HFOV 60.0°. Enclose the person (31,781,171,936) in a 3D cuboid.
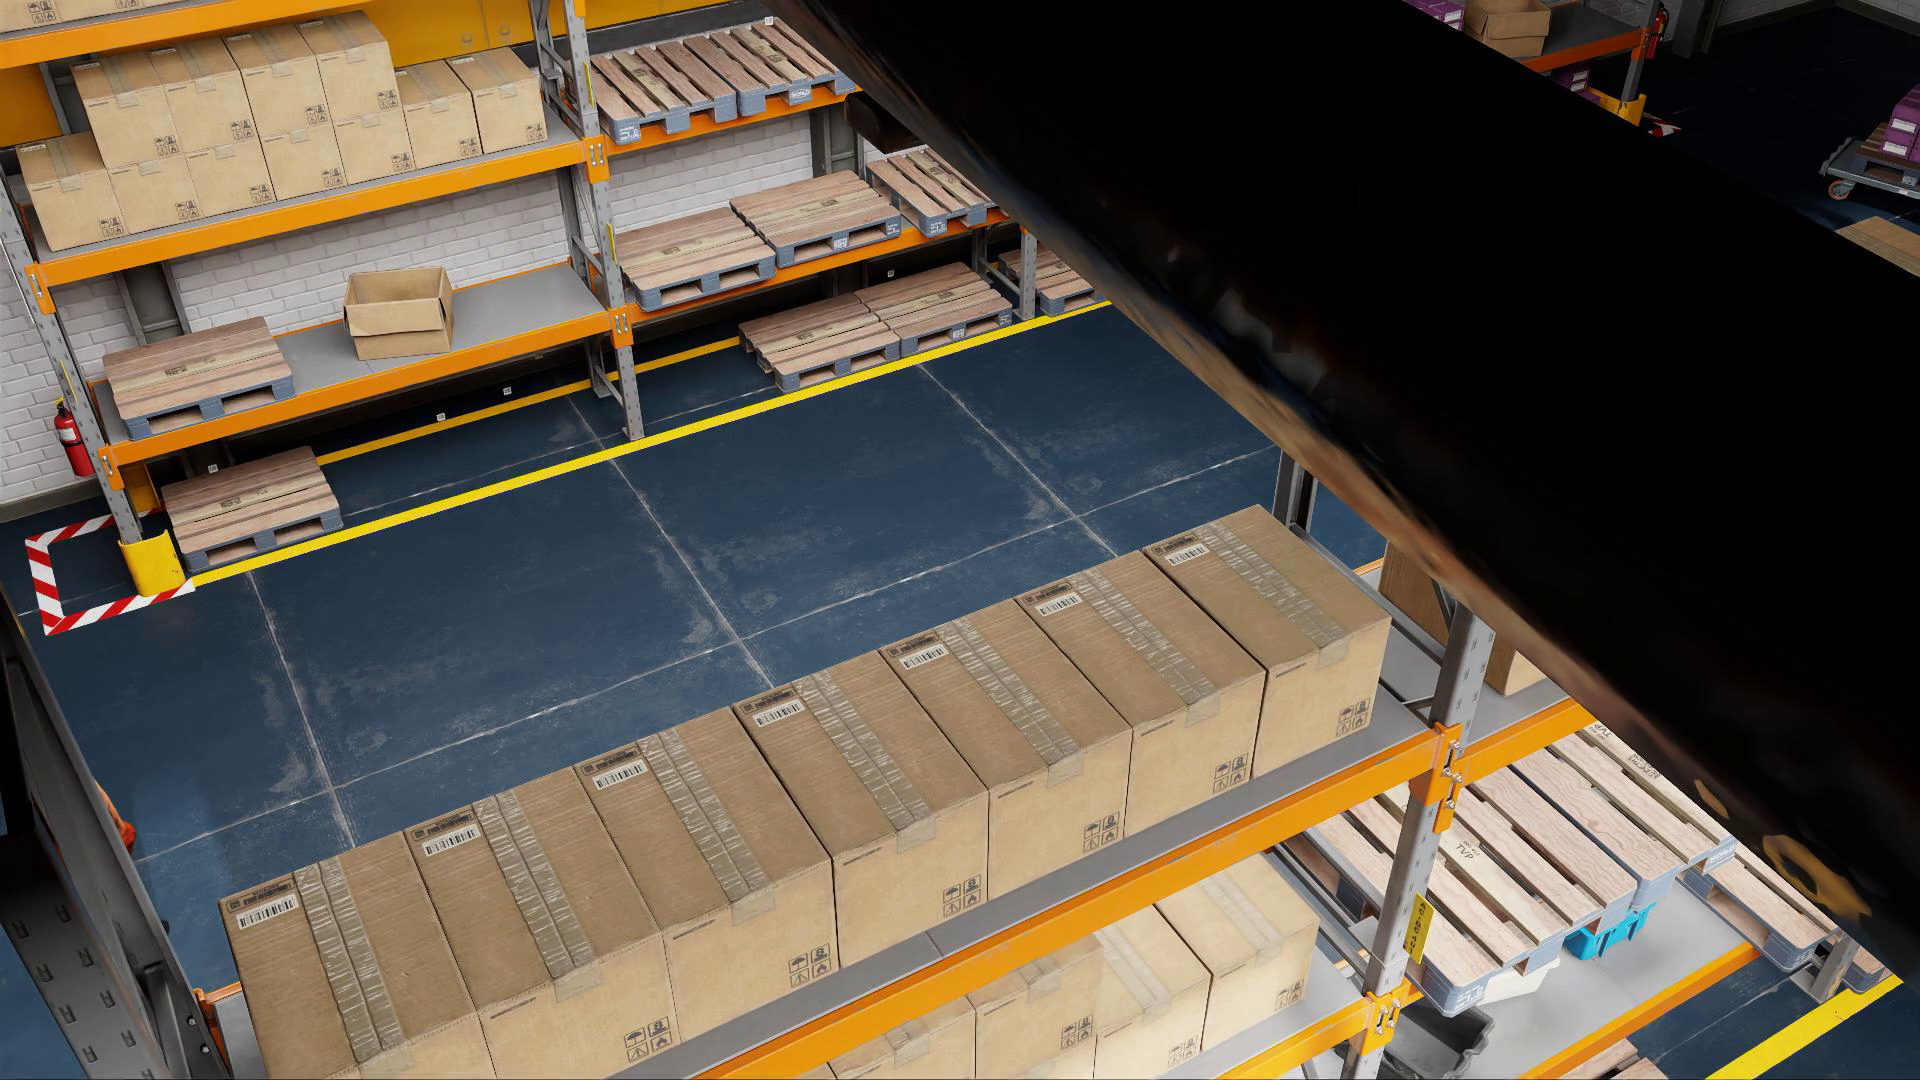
[{"bbox_3d":[-5.055,1.831,9.673,0.590,1.719,0.782,-12,40,-15],"label":"person"}]
